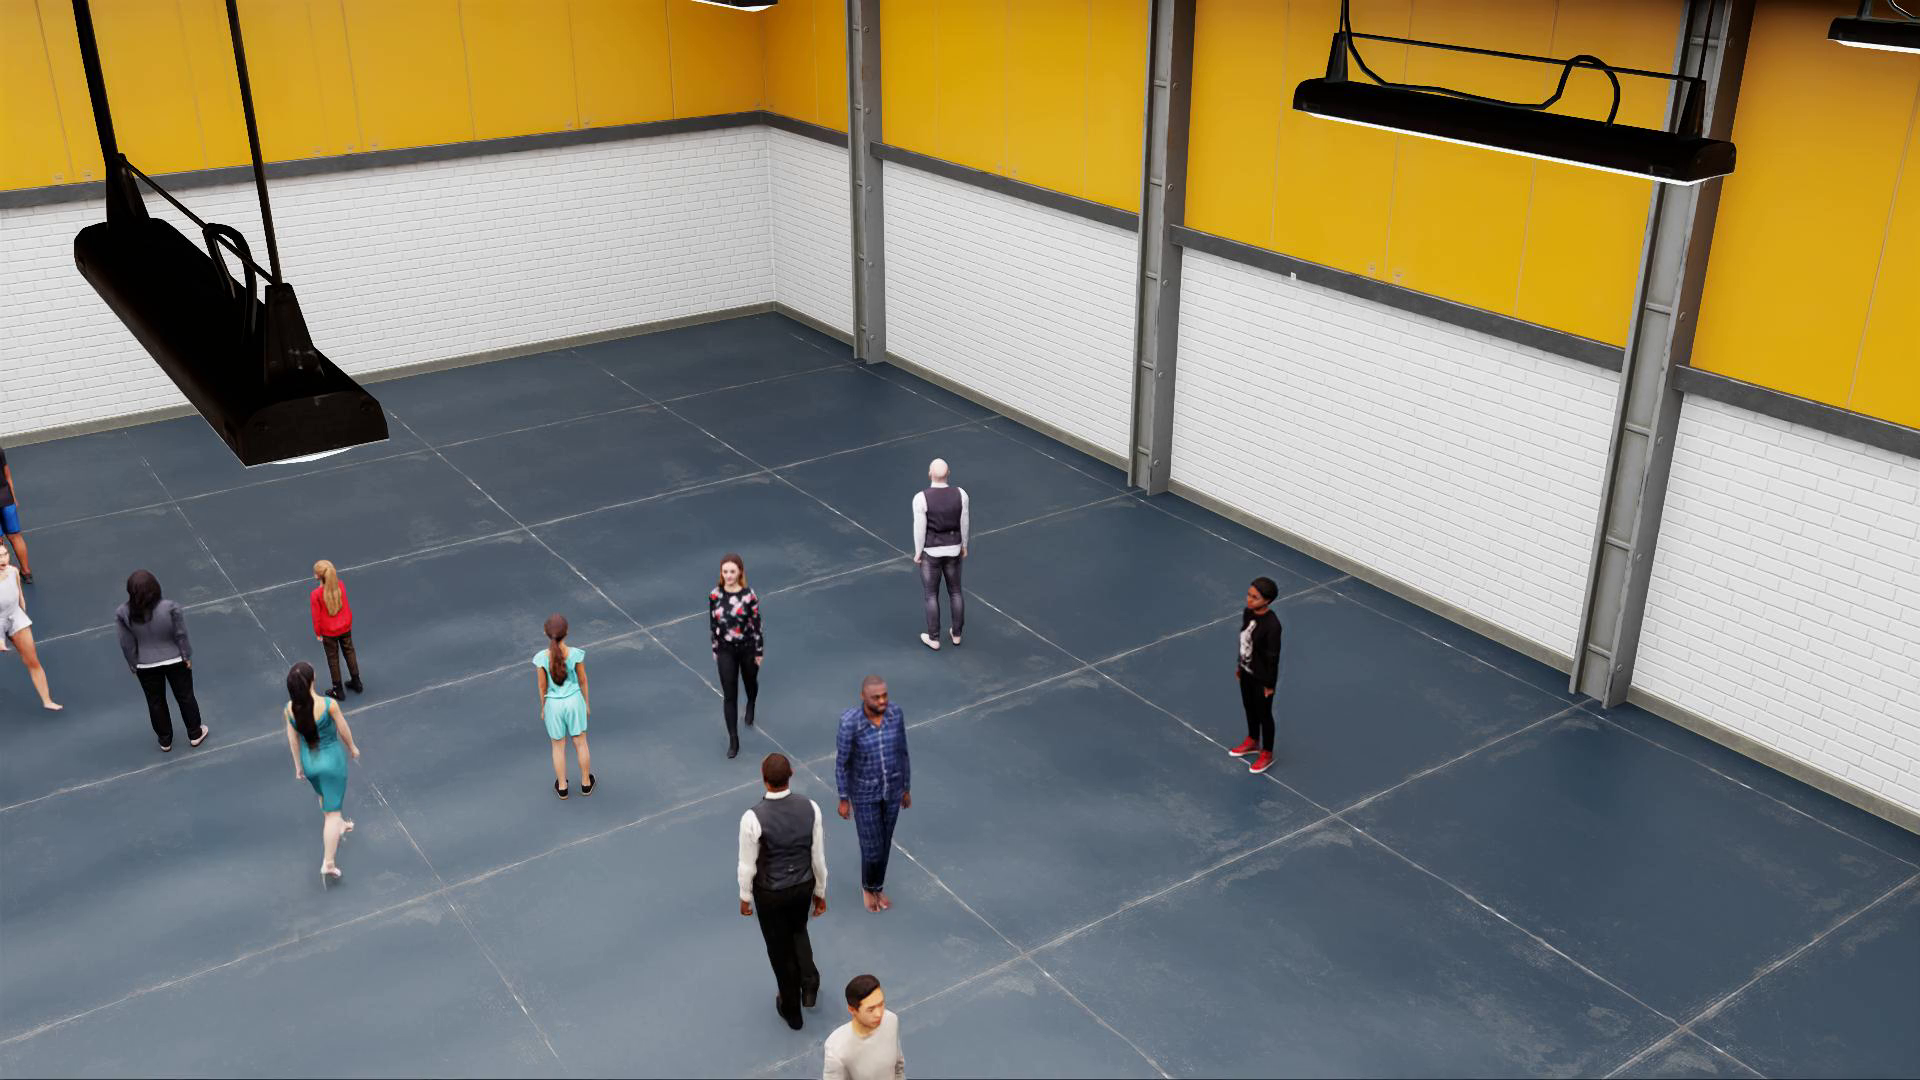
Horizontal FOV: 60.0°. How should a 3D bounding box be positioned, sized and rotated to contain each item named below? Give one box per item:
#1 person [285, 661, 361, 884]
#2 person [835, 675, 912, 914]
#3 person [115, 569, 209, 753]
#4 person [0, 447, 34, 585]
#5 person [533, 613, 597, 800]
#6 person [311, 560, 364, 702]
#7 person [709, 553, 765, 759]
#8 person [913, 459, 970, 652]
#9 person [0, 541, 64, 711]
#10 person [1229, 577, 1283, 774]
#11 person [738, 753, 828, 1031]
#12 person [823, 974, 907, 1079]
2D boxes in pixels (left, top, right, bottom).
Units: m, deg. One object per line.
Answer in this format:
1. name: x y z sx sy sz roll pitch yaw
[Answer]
1. person: -4.545 1.666 11.863 0.907 1.646 1.031 0 24 1
2. person: -0.628 1.716 11.543 0.693 1.811 0.644 -14 27 -29
3. person: -6.497 0.967 13.523 0.759 1.597 0.770 -6 24 -13
4. person: -9.494 -0.371 16.339 0.659 1.794 0.671 17 29 34
5. person: -3.058 1.276 12.866 0.622 1.558 0.642 -6 24 -13
6. person: -5.403 0.761 14.389 0.545 1.282 0.528 19 30 37
7. person: -1.806 0.874 13.680 0.981 1.641 1.140 0 24 1
8. person: -0.176 0.123 15.173 0.746 1.822 0.689 -8 25 -18
9. person: -8.170 0.725 14.115 1.208 1.567 0.894 14 27 28
10. person: 2.383 1.045 13.255 0.693 1.669 0.527 -11 26 -24
11. person: -1.061 2.224 10.264 0.714 1.905 0.687 -13 27 -26
12. person: -0.543 2.978 8.669 0.804 1.800 0.745 18 30 36
